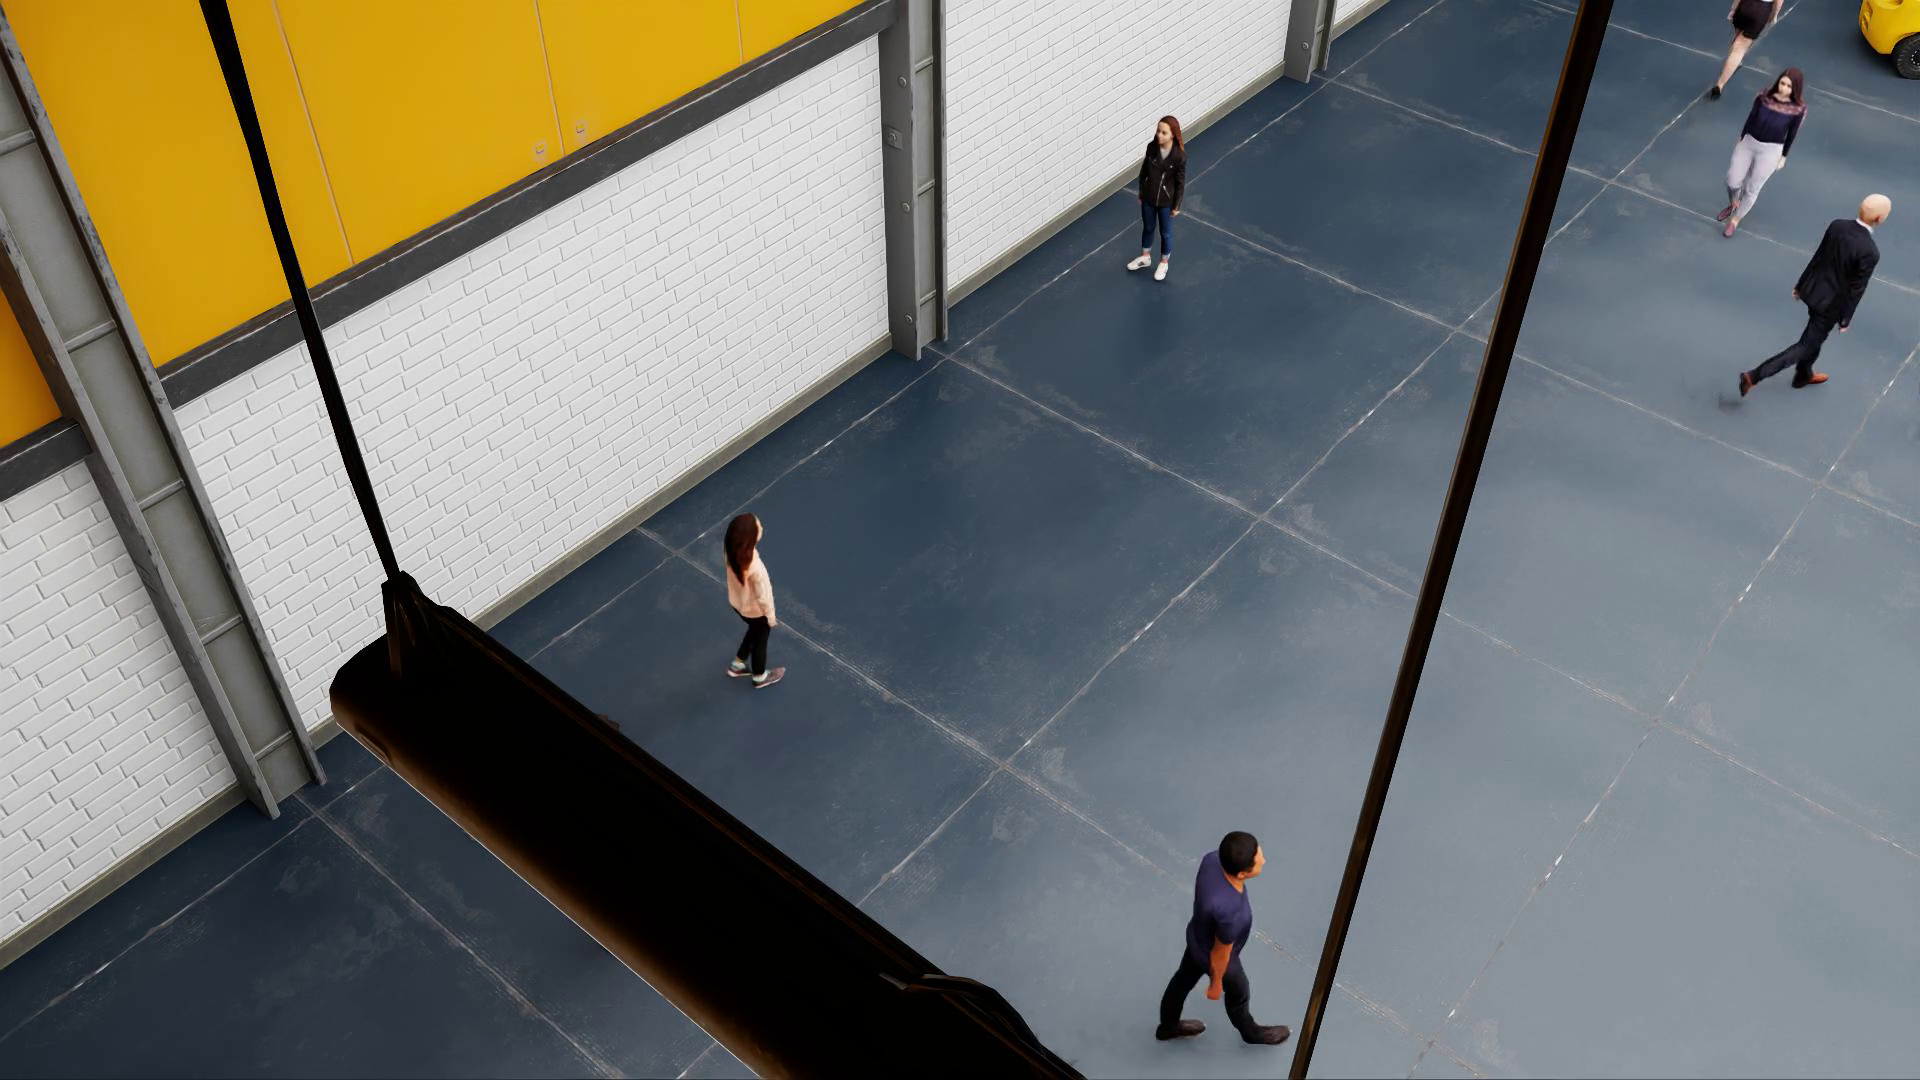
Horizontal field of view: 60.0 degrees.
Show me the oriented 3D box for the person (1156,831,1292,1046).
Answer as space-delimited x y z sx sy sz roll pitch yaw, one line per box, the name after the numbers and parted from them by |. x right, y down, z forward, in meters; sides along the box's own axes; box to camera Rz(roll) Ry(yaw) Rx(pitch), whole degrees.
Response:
1.213 2.083 8.506 1.067 1.770 0.999 -5 44 -5 | person

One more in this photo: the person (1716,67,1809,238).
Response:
6.924 -3.368 14.355 0.597 1.595 0.566 32 52 29 | person

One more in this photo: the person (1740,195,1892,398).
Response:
6.471 -1.796 12.579 1.265 1.767 1.138 -9 44 -10 | person

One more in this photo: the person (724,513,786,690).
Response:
-1.365 0.414 10.469 0.674 1.478 0.653 -26 49 -24 | person

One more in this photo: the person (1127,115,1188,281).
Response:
1.679 -2.886 13.929 0.570 1.483 0.523 26 49 25 | person

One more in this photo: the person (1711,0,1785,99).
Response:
7.615 -5.023 16.079 0.571 1.612 0.994 29 51 27 | person
